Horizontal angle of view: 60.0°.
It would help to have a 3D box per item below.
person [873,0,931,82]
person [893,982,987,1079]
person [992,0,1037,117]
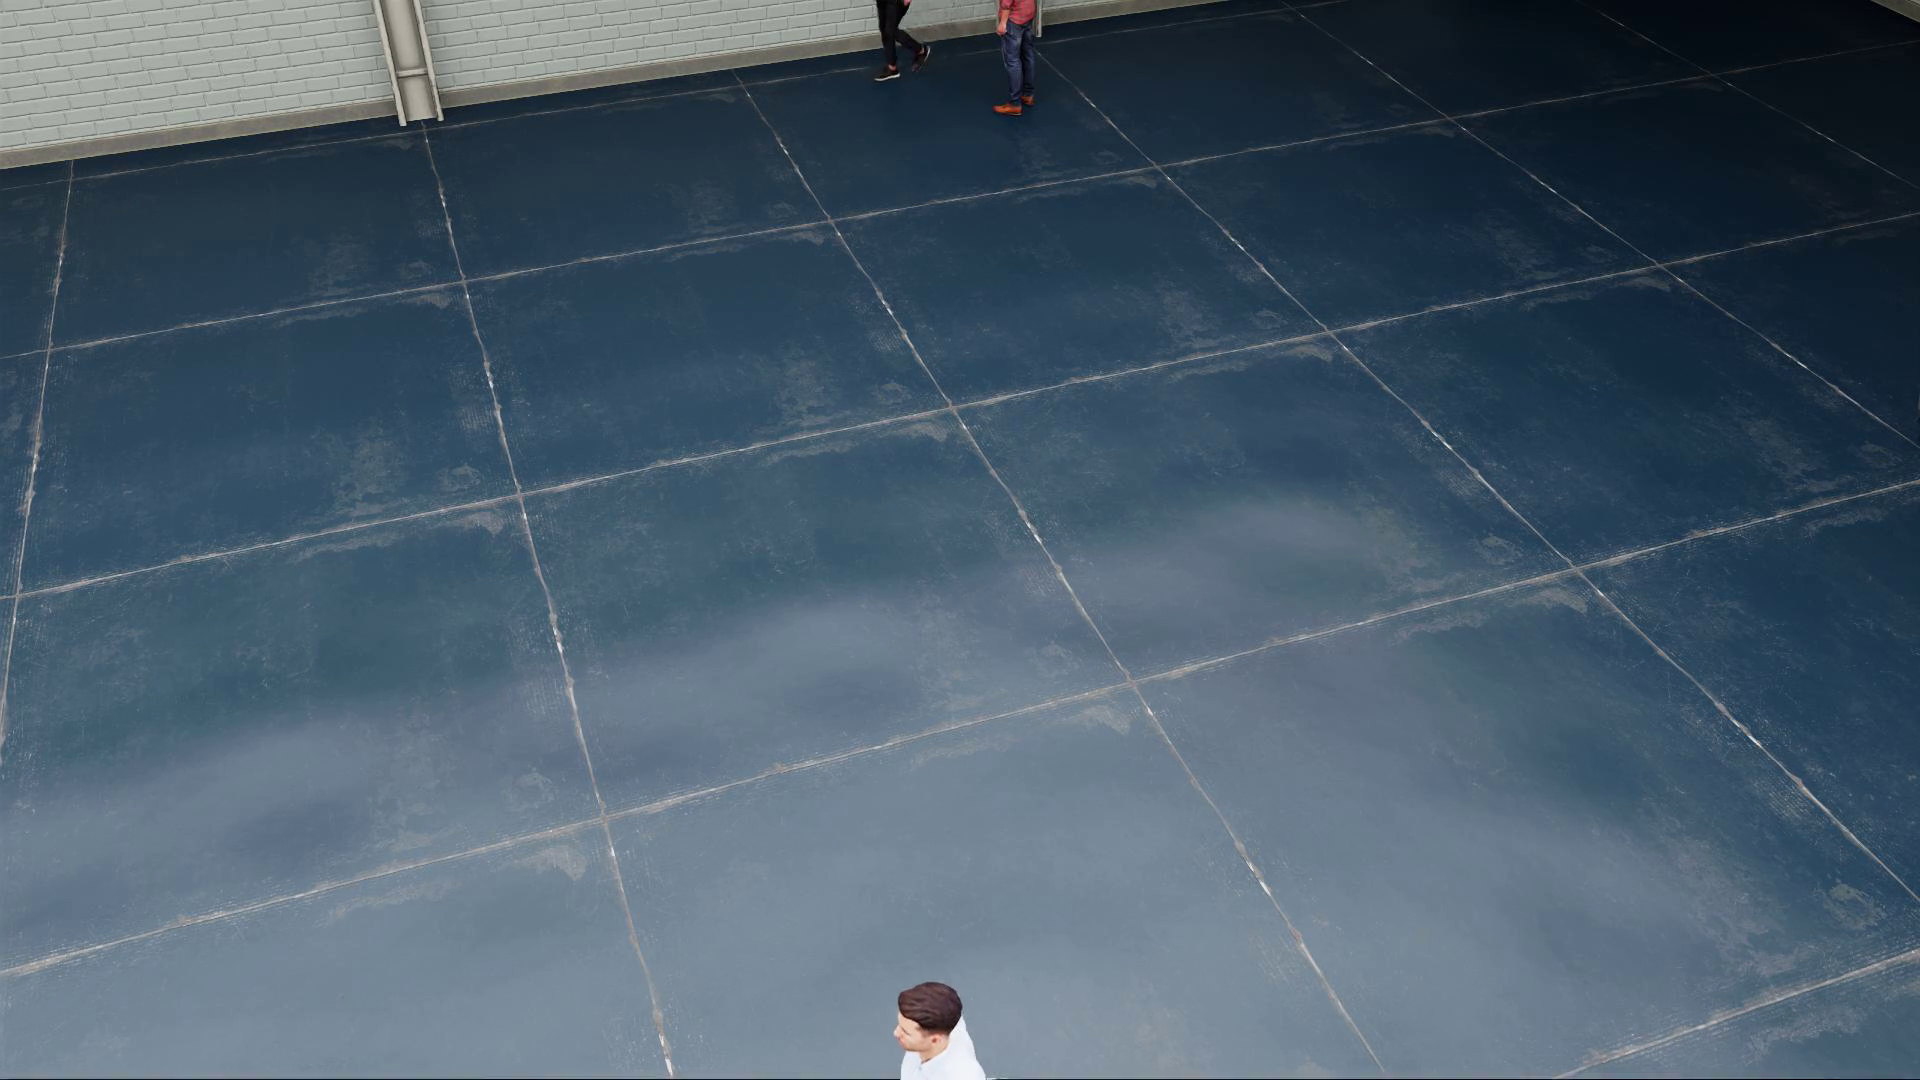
[{"bbox_3d":[-0.554,-5.202,15.605,0.854,1.855,0.792,-16,41,-20],"label":"person"},{"bbox_3d":[0.023,2.232,6.157,1.223,1.788,0.713,-10,39,-12],"label":"person"},{"bbox_3d":[0.526,-4.790,15.098,0.818,1.831,0.728,20,42,24],"label":"person"}]
